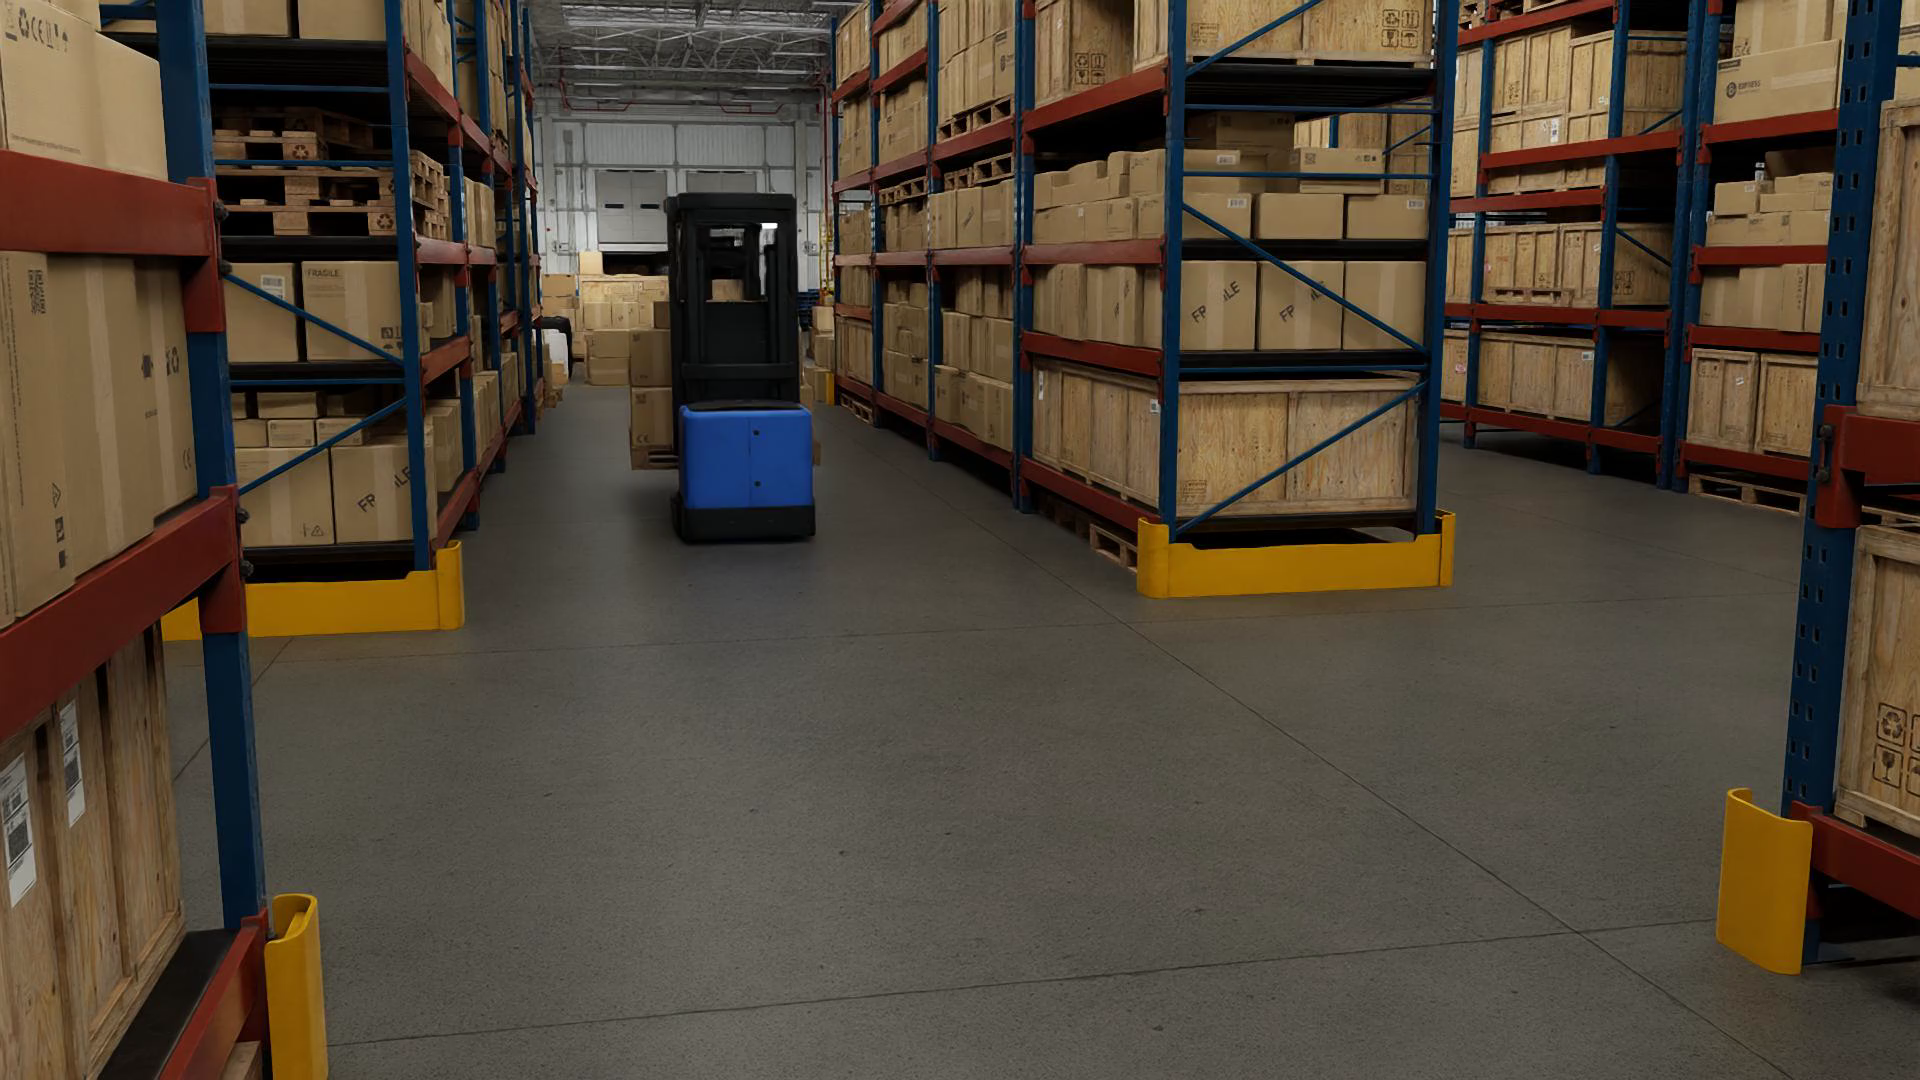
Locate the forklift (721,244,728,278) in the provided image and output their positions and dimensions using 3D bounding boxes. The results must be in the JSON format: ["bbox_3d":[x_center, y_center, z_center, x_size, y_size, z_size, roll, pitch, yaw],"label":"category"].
[{"bbox_3d":[-6.612,-6.479,44.317,1.129,2.768,1.873,-2,10,-12],"label":"forklift"}]

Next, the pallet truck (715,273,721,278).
[{"bbox_3d":[-8.580,-8.986,62.280,1.885,1.965,0.823,1,9,5],"label":"pallet truck"}]

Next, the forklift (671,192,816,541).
[{"bbox_3d":[-1.856,-1.494,13.928,1.129,2.768,1.873,-2,10,-12],"label":"forklift"}]

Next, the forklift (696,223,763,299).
[{"bbox_3d":[-3.090,-2.857,22.239,1.129,2.768,1.873,-7,12,-36],"label":"forklift"}]
